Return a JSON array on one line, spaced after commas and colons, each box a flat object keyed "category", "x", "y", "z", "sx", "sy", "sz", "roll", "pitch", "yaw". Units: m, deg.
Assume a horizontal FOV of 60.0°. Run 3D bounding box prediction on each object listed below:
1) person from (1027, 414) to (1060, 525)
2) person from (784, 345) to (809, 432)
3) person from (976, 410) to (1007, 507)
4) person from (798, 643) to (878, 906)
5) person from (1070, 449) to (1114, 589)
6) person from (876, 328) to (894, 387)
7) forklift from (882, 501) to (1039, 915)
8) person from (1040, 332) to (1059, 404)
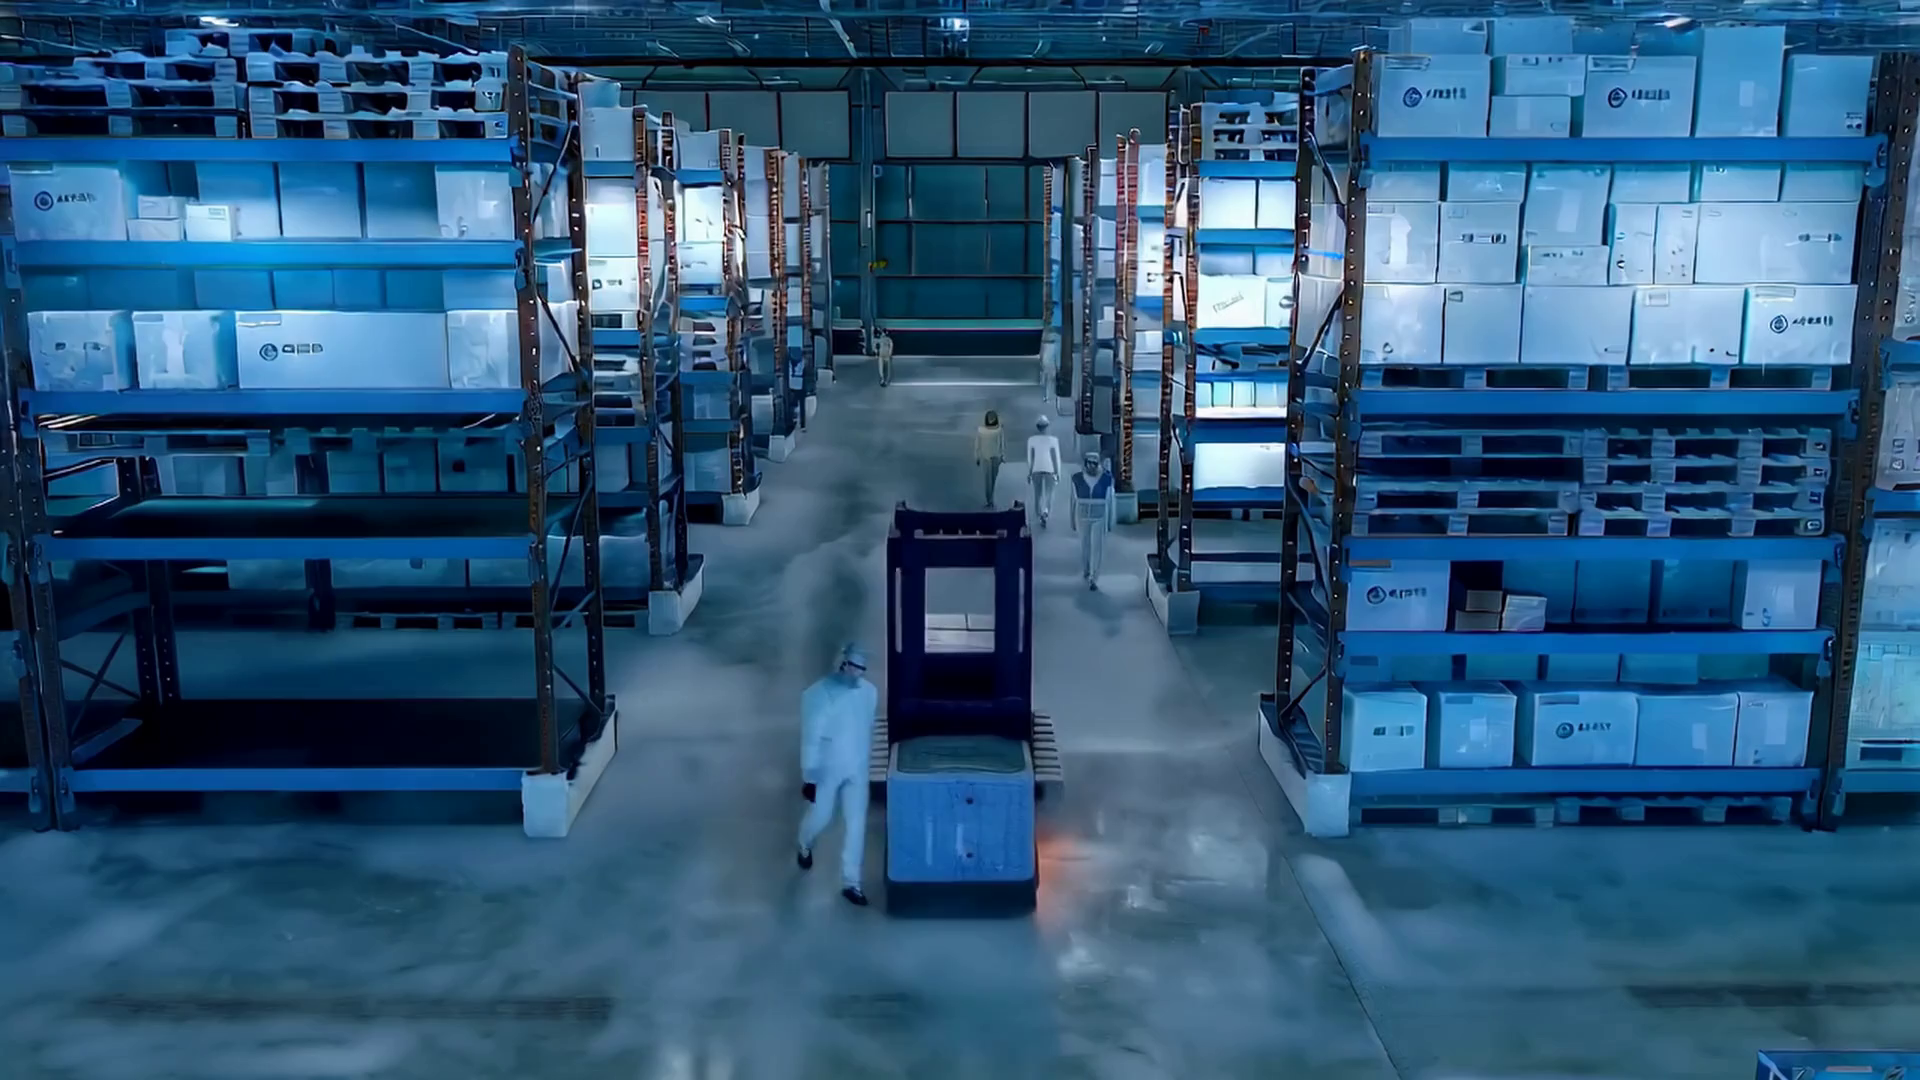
[{"category": "person", "x": 1.280, "y": -1.068, "z": 25.807, "sx": 0.531, "sy": 1.746, "sz": 0.685, "roll": 2, "pitch": 12, "yaw": 10}, {"category": "person", "x": -3.598, "y": -3.327, "z": 36.583, "sx": 0.597, "sy": 1.917, "sz": 0.378, "roll": 4, "pitch": 12, "yaw": 18}, {"category": "person", "x": 0.524, "y": -1.402, "z": 27.853, "sx": 0.511, "sy": 1.593, "sz": 0.839, "roll": -2, "pitch": 12, "yaw": -11}, {"category": "person", "x": -0.892, "y": 1.640, "z": 12.081, "sx": 0.654, "sy": 1.871, "sz": 0.808, "roll": -6, "pitch": 13, "yaw": -27}, {"category": "person", "x": 1.728, "y": -0.305, "z": 21.838, "sx": 0.566, "sy": 1.827, "sz": 0.690, "roll": 2, "pitch": 12, "yaw": 10}, {"category": "person", "x": -2.051, "y": -5.004, "z": 45.603, "sx": 0.504, "sy": 1.632, "sz": 0.270, "roll": 1, "pitch": 11, "yaw": 3}, {"category": "forklift", "x": 0.000, "y": 1.107, "z": 12.215, "sx": 1.129, "sy": 2.768, "sz": 1.873, "roll": 0, "pitch": 11, "yaw": -1}, {"category": "person", "x": 2.263, "y": -4.312, "z": 41.694, "sx": 0.477, "sy": 1.822, "sz": 0.644, "roll": -5, "pitch": 12, "yaw": -23}]
